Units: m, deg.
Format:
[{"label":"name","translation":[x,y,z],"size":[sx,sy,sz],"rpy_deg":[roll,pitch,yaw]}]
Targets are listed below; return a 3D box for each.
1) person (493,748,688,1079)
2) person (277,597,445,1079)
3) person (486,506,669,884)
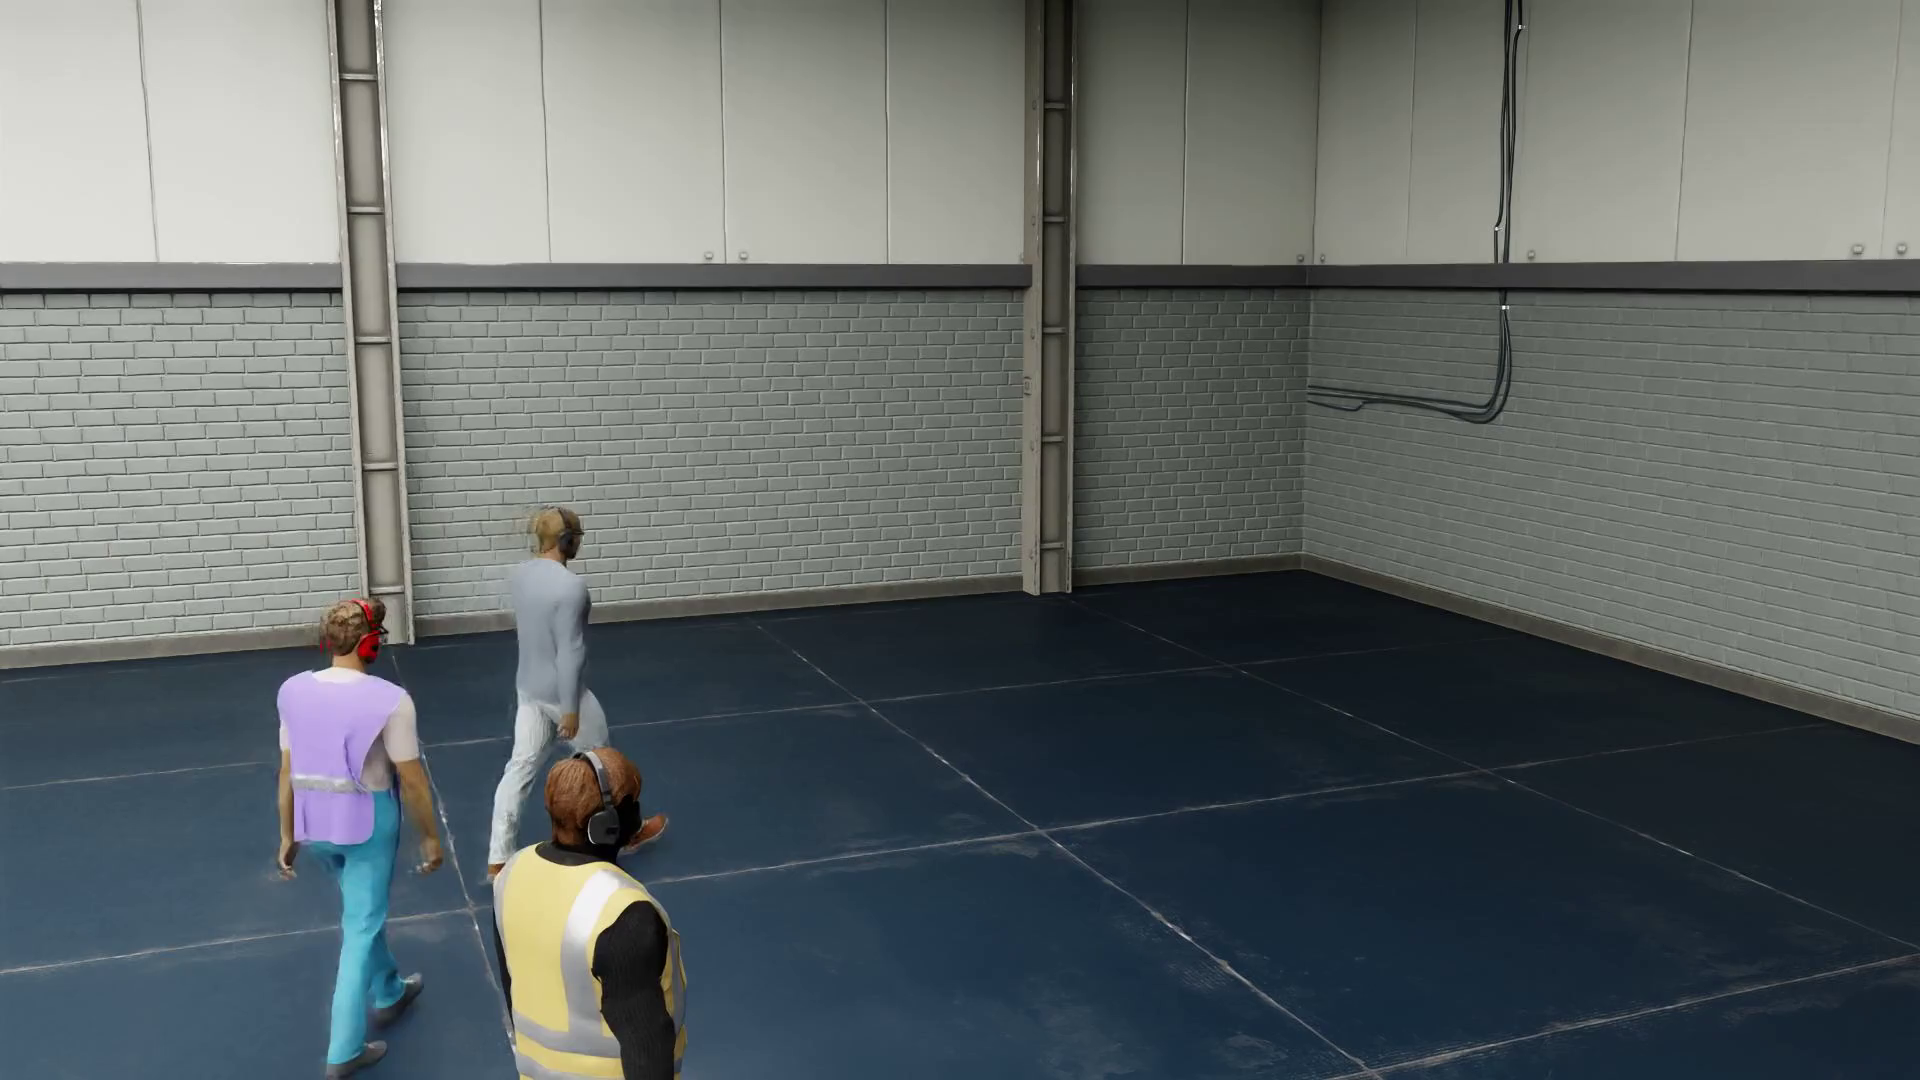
[{"label":"person","translation":[-0.919,1.438,4.310],"size":[0.619,1.845,0.430],"rpy_deg":[9,13,44]},{"label":"person","translation":[-2.267,1.105,6.495],"size":[0.587,1.806,0.858],"rpy_deg":[3,10,19]},{"label":"person","translation":[-2.007,0.759,8.449],"size":[1.039,1.880,0.655],"rpy_deg":[-9,13,-44]}]
